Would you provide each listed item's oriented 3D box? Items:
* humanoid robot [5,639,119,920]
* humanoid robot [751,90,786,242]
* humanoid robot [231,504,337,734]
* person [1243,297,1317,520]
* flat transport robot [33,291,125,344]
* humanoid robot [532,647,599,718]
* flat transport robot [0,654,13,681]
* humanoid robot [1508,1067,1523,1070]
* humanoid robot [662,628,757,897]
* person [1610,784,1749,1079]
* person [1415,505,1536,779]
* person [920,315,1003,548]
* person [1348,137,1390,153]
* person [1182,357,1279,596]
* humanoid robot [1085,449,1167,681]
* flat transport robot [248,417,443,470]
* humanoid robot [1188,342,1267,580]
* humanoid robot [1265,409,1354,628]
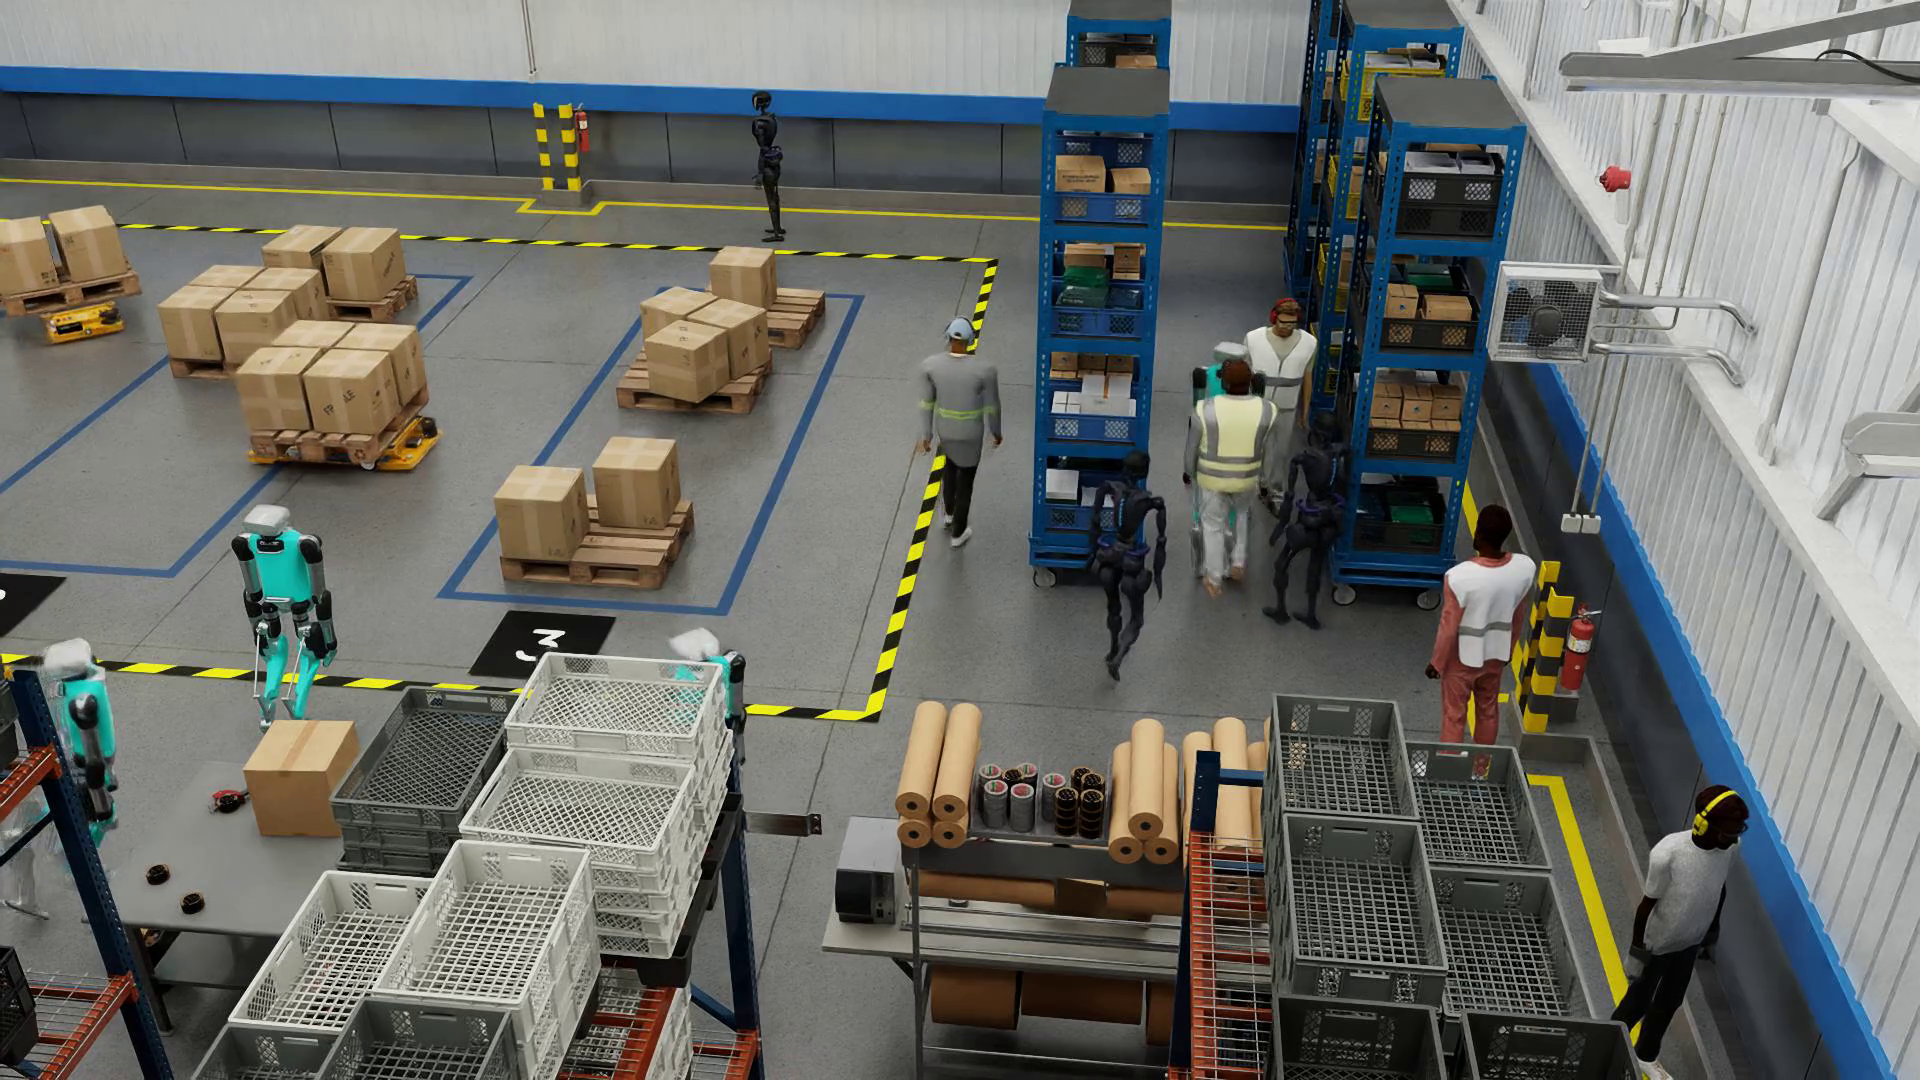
[{"bbox_3d":[-4.892,1.388,8.876,1.004,1.779,0.531,-13,33,-21],"label":"humanoid robot"},{"bbox_3d":[-2.124,-4.127,18.348,0.315,1.657,0.599,2,30,4],"label":"humanoid robot"},{"bbox_3d":[-4.067,0.661,9.945,0.533,1.677,0.735,3,30,5],"label":"humanoid robot"},{"bbox_3d":[2.432,-1.024,12.880,0.560,1.833,0.421,1,30,2],"label":"person"},{"bbox_3d":[-8.901,-2.363,16.704,0.652,0.197,1.431,-19,35,-29],"label":"flat transport robot"},{"bbox_3d":[-2.092,1.293,9.079,0.663,1.643,0.583,17,34,27],"label":"humanoid robot"},{"bbox_3d":[-7.142,0.969,11.010,1.431,0.231,0.659,3,30,6],"label":"flat transport robot"},{"bbox_3d":[2.281,2.583,6.884,0.603,1.627,0.785,-1,30,-1],"label":"humanoid robot"},{"bbox_3d":[-1.505,1.199,9.143,0.537,1.784,0.671,-25,38,-36],"label":"humanoid robot"},{"bbox_3d":[3.363,1.903,7.828,0.513,1.857,0.335,-10,32,-17],"label":"person"},{"bbox_3d":[3.061,0.668,9.886,0.589,1.919,0.397,-10,32,-16],"label":"person"},{"bbox_3d":[0.034,-0.851,12.589,0.592,1.829,0.661,11,32,18],"label":"person"},{"bbox_3d":[4.381,-3.980,17.930,0.506,1.864,0.313,11,32,18],"label":"person"},{"bbox_3d":[1.910,-0.476,11.956,0.622,1.819,0.556,-2,30,-4],"label":"person"},{"bbox_3d":[1.038,0.175,10.984,0.590,1.642,0.568,17,34,27],"label":"humanoid robot"},{"bbox_3d":[-5.215,-0.858,14.120,1.431,0.197,0.652,3,30,6],"label":"flat transport robot"},{"bbox_3d":[1.874,-0.507,12.062,0.538,1.738,0.765,9,31,15],"label":"humanoid robot"},{"bbox_3d":[2.440,-0.143,11.513,0.590,1.653,0.327,-15,33,-24],"label":"humanoid robot"}]
